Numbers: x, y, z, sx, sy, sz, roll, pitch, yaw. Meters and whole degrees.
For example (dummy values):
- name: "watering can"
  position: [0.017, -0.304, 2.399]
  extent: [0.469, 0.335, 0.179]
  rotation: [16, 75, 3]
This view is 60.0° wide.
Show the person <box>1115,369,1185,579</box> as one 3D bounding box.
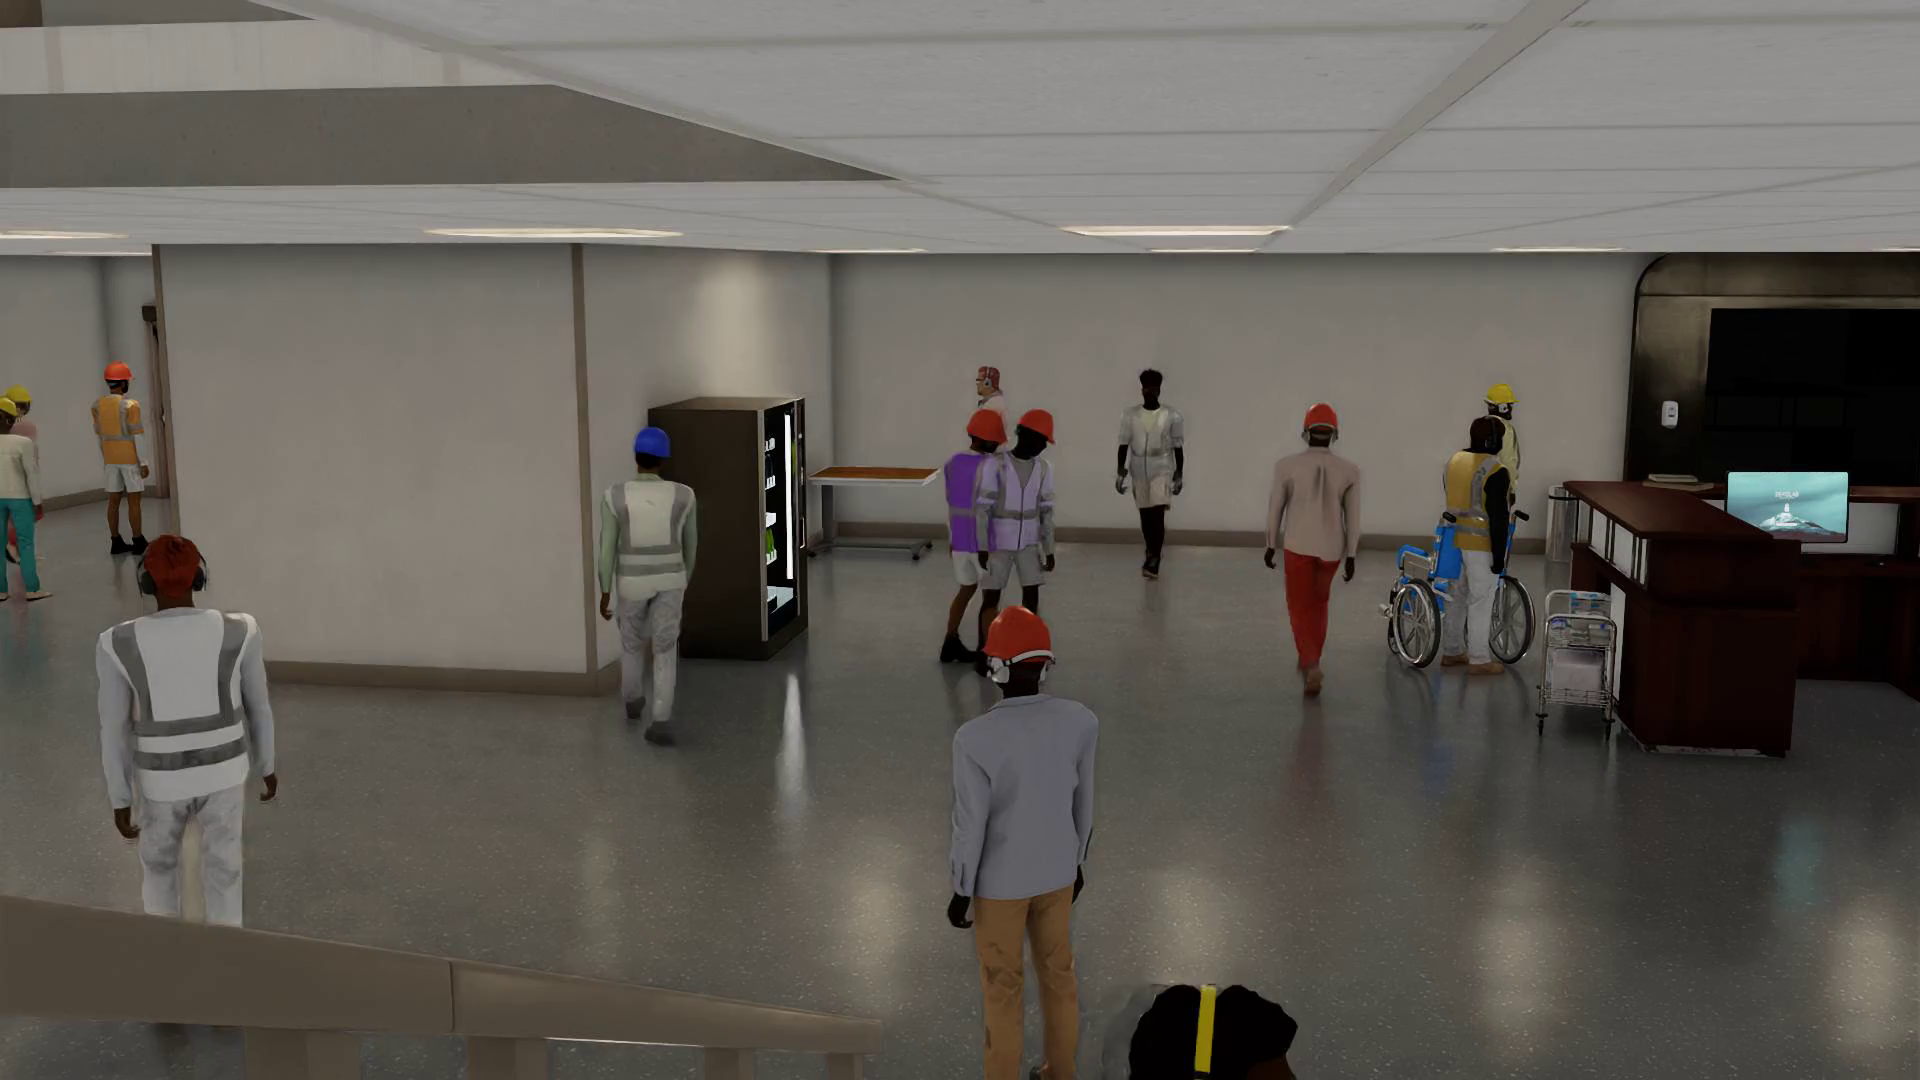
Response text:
- name: "person"
  position: [1.736, -0.610, 15.421]
  extent: [0.609, 1.925, 0.937]
  rotation: [4, 10, 24]

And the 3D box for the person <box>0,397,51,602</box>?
- name: "person"
  position: [-8.178, -0.344, 14.328]
  extent: [0.532, 1.763, 0.324]
  rotation: [-1, 9, -4]

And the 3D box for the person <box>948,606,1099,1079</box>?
- name: "person"
  position: [0.194, 1.084, 5.541]
  extent: [0.559, 1.751, 0.326]
  rotation: [-6, 11, -34]

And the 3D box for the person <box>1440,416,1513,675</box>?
- name: "person"
  position: [3.661, 0.039, 11.756]
  extent: [0.429, 1.837, 0.626]
  rotation: [-3, 10, -21]

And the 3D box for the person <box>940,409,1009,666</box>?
- name: "person"
  position: [0.140, 0.006, 11.784]
  extent: [0.493, 1.891, 0.653]
  rotation: [-8, 12, -40]

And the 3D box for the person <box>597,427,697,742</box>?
- name: "person"
  position: [-1.915, 0.258, 10.228]
  extent: [0.615, 1.890, 0.978]
  rotation: [-2, 9, -14]

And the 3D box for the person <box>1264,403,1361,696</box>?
- name: "person"
  position: [2.415, 0.055, 11.278]
  extent: [0.608, 1.959, 0.967]
  rotation: [-1, 9, -3]

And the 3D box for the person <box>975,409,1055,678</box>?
- name: "person"
  position: [0.364, 0.027, 11.637]
  extent: [0.598, 1.889, 0.435]
  rotation: [-3, 10, -21]

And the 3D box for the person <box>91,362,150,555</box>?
- name: "person"
  position: [-8.378, -0.812, 16.669]
  extent: [0.544, 1.939, 0.354]
  rotation: [2, 9, 13]

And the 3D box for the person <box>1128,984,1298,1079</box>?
- name: "person"
  position: [0.334, 1.534, 2.429]
  extent: [0.412, 1.860, 0.544]
  rotation: [1, 9, 8]

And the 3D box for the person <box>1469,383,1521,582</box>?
- name: "person"
  position: [4.863, -0.504, 15.089]
  extent: [0.403, 1.835, 0.588]
  rotation: [-3, 10, -16]

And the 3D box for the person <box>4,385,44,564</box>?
- name: "person"
  position: [-9.102, -0.608, 15.994]
  extent: [0.534, 1.753, 0.539]
  rotation: [4, 10, 22]

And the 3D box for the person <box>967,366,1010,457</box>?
- name: "person"
  position: [0.277, -0.763, 16.462]
  extent: [0.409, 1.908, 0.647]
  rotation: [1, 9, 7]

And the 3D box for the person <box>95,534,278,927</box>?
- name: "person"
  position: [-2.903, 0.905, 6.302]
  extent: [0.595, 1.871, 0.457]
  rotation: [-4, 10, -25]
